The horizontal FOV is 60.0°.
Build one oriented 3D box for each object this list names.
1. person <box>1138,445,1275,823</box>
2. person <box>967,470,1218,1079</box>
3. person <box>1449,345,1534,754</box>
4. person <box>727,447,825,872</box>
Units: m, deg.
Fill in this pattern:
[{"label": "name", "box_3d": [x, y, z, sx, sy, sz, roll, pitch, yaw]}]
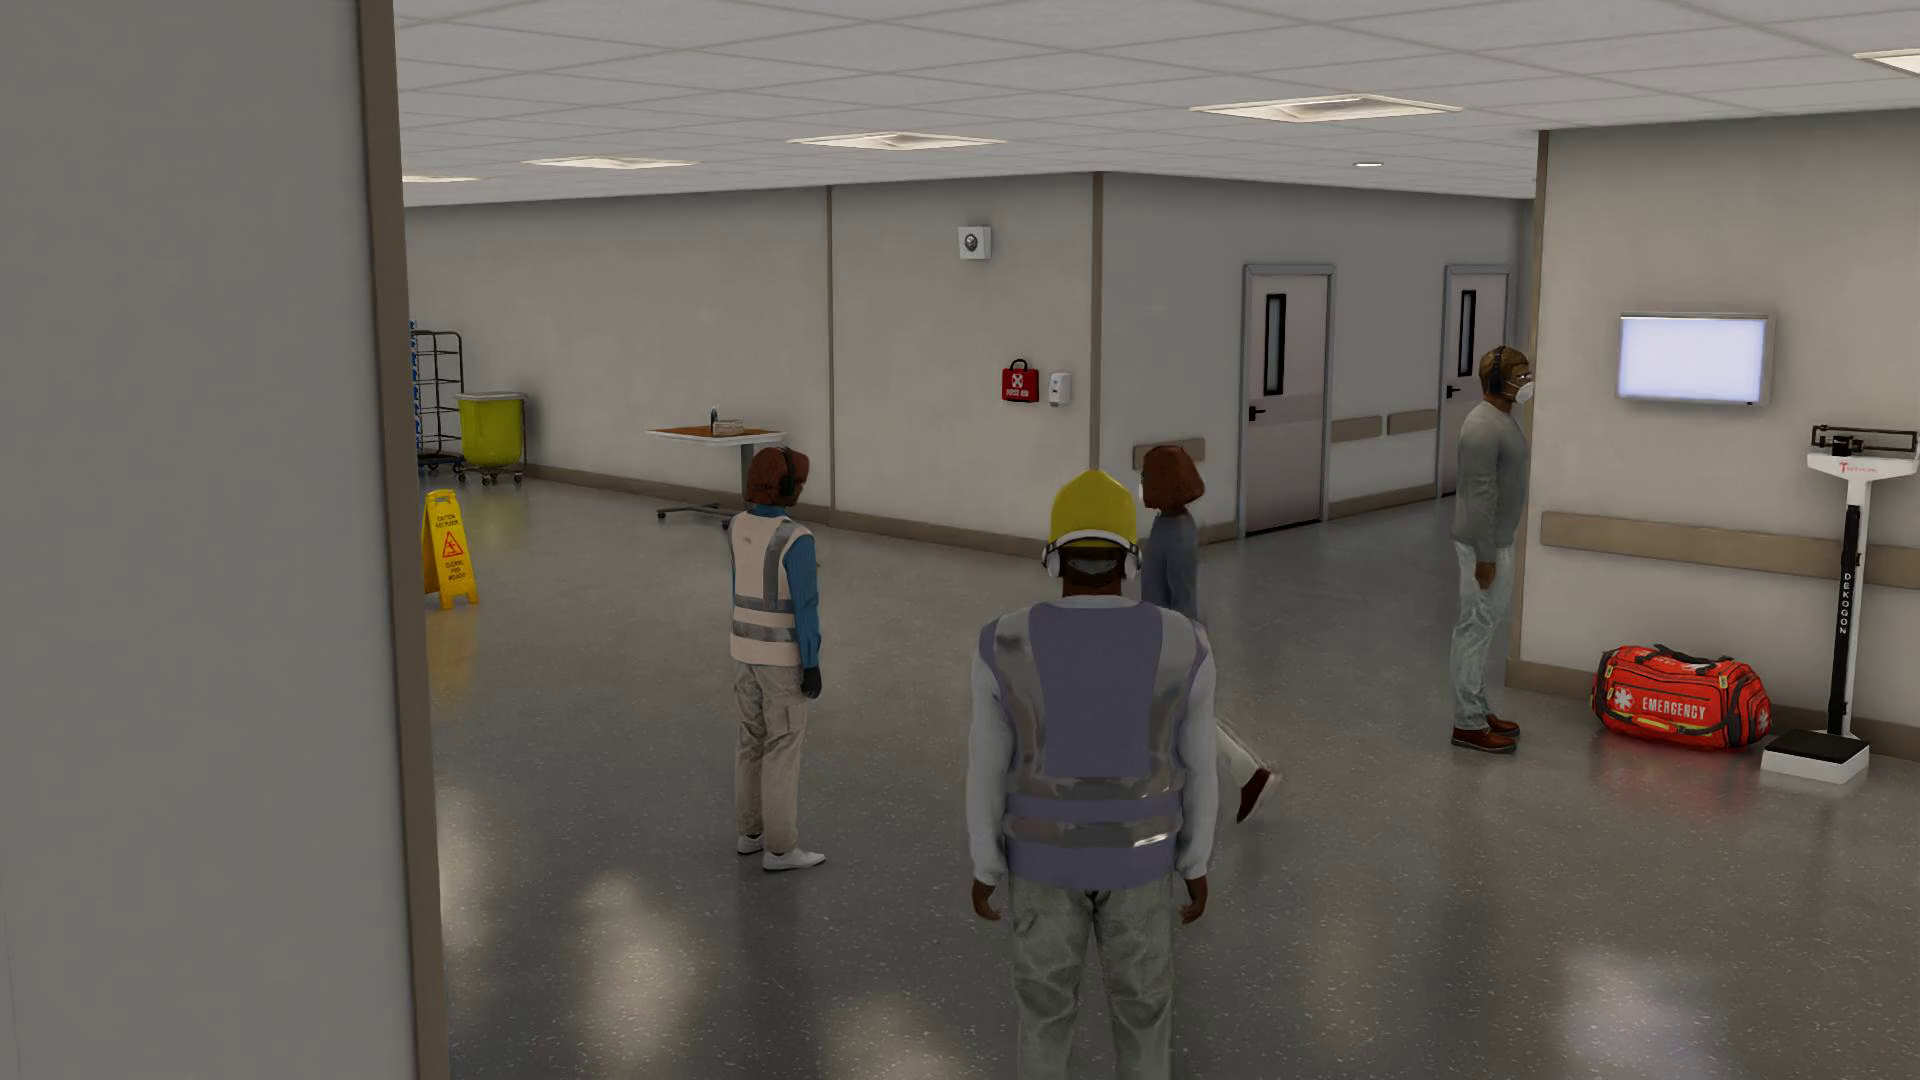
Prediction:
[{"label": "person", "box_3d": [0.895, 0.412, 6.705, 0.736, 1.611, 0.506, 1, 9, 5]}, {"label": "person", "box_3d": [0.316, 0.745, 4.004, 0.600, 1.829, 0.404, 0, 9, -1]}, {"label": "person", "box_3d": [2.557, 0.036, 8.006, 0.373, 1.940, 0.627, 4, 10, 23]}, {"label": "person", "box_3d": [-0.711, 0.456, 6.373, 0.320, 1.630, 0.520, -8, 12, -39]}]
